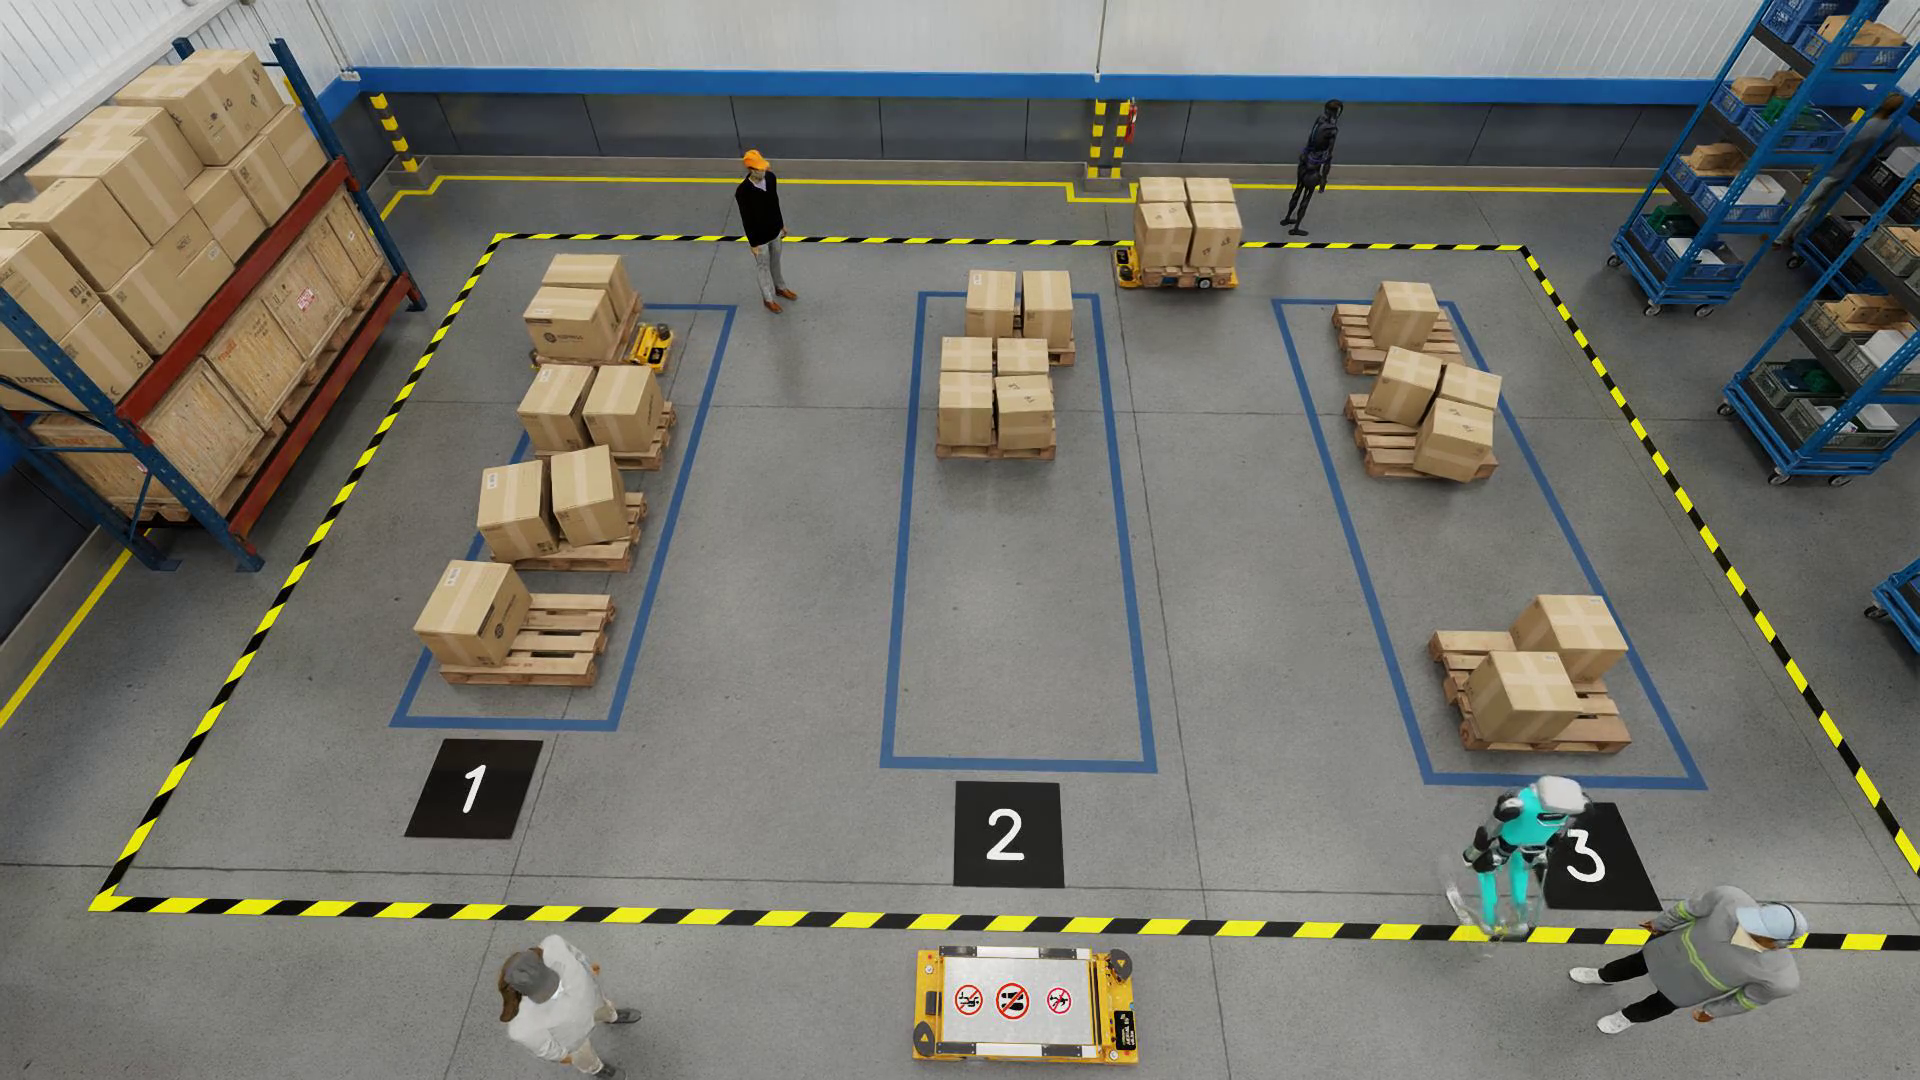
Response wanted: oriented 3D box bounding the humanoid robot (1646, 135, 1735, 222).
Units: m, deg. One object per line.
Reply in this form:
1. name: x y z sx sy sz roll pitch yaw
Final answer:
1. humanoid robot: 9.204 -4.424 11.215 0.599 1.628 0.783 -13 52 -11

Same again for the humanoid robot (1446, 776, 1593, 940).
1. humanoid robot: 3.496 2.186 5.803 0.576 1.833 0.738 -2 51 -1

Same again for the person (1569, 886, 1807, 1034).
1. person: 4.293 2.512 5.416 0.385 1.850 0.598 -6 51 -5

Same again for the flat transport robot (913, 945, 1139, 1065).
1. flat transport robot: 0.422 3.041 6.007 1.431 0.231 0.659 1 51 1

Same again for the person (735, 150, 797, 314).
1. person: -2.169 -3.444 10.252 0.361 1.884 0.586 25 55 19

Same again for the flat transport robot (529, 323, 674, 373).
1. flat transport robot: -3.995 -2.156 10.225 1.431 0.197 0.652 1 51 1

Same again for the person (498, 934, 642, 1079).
1. person: -2.253 2.718 5.302 0.396 1.766 0.571 4 51 3

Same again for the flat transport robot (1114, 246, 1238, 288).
1. flat transport robot: 2.641 -3.367 11.212 1.431 0.197 0.652 1 51 1

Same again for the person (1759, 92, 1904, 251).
1. person: 10.486 -4.383 10.982 0.634 1.939 0.367 -1 51 -1

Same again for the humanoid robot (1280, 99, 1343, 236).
1. humanoid robot: 4.365 -4.614 11.330 0.315 1.655 0.599 -7 51 -6
